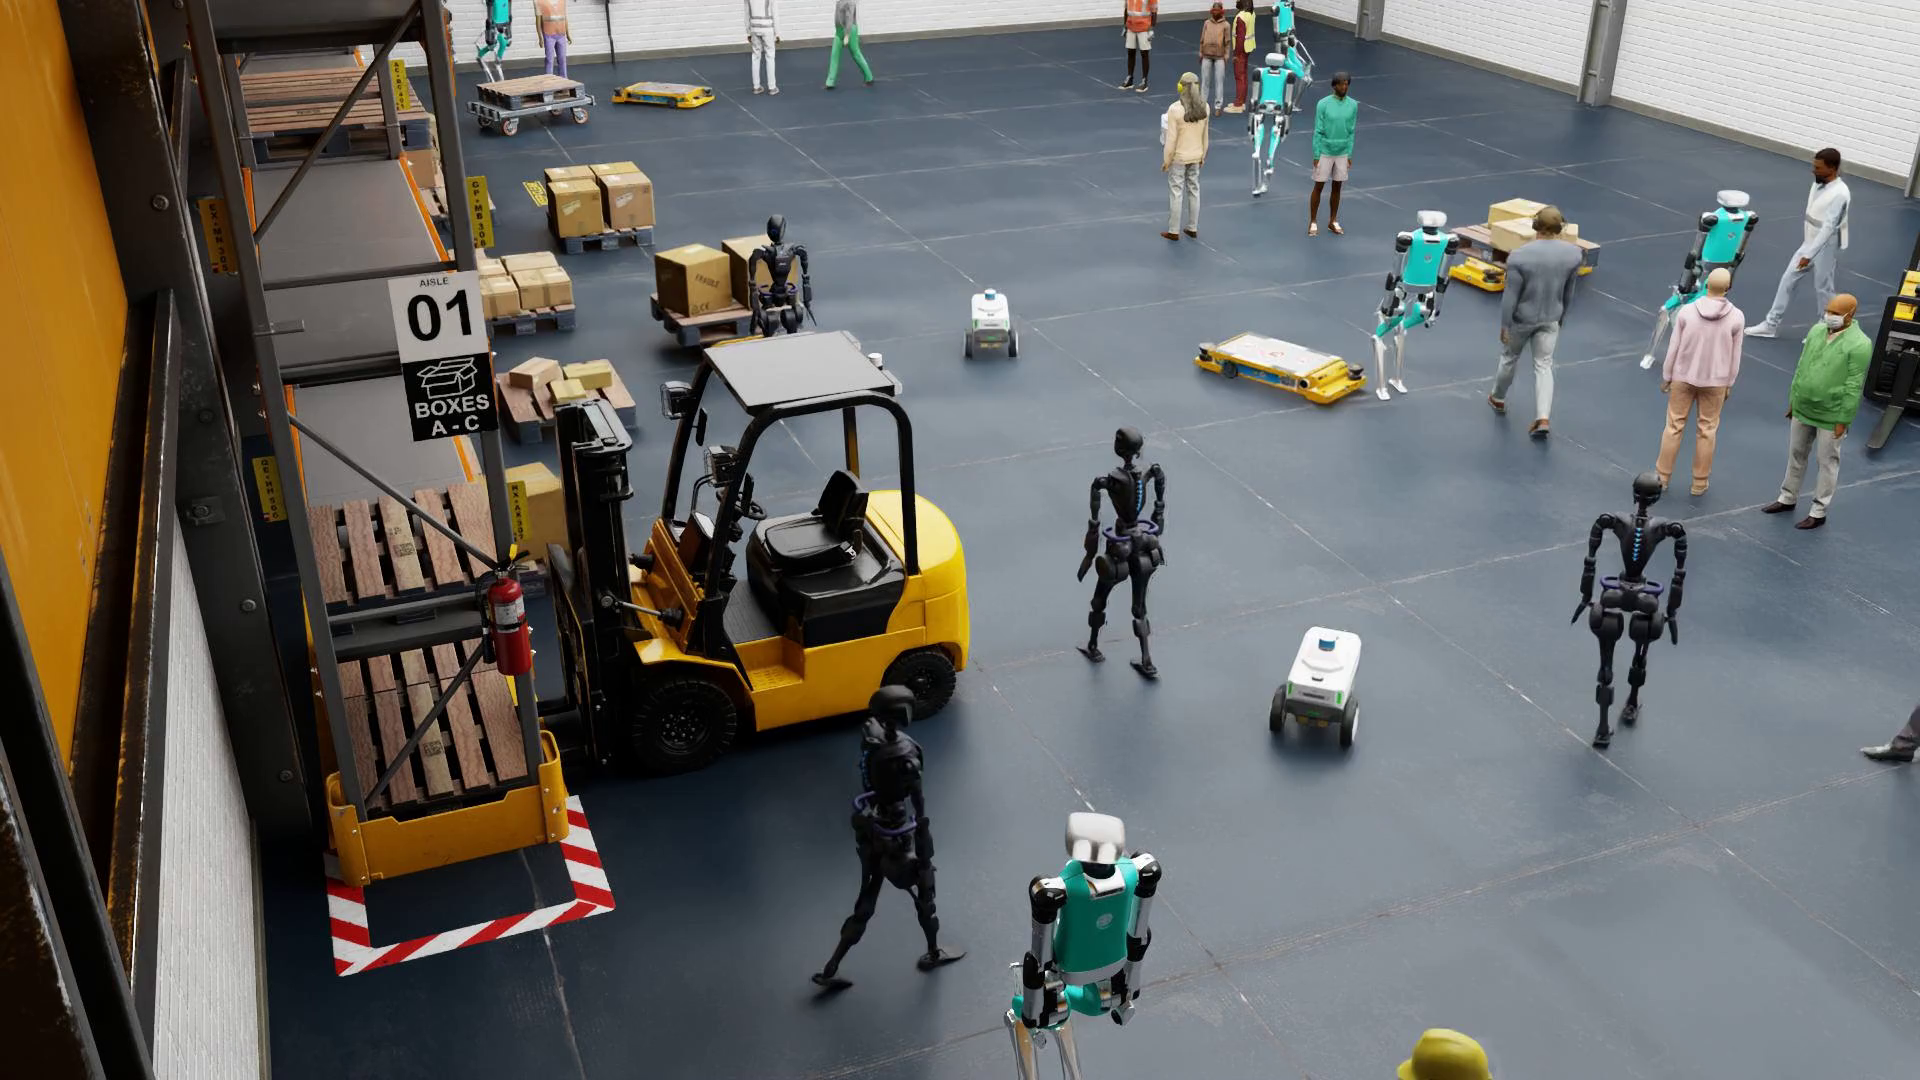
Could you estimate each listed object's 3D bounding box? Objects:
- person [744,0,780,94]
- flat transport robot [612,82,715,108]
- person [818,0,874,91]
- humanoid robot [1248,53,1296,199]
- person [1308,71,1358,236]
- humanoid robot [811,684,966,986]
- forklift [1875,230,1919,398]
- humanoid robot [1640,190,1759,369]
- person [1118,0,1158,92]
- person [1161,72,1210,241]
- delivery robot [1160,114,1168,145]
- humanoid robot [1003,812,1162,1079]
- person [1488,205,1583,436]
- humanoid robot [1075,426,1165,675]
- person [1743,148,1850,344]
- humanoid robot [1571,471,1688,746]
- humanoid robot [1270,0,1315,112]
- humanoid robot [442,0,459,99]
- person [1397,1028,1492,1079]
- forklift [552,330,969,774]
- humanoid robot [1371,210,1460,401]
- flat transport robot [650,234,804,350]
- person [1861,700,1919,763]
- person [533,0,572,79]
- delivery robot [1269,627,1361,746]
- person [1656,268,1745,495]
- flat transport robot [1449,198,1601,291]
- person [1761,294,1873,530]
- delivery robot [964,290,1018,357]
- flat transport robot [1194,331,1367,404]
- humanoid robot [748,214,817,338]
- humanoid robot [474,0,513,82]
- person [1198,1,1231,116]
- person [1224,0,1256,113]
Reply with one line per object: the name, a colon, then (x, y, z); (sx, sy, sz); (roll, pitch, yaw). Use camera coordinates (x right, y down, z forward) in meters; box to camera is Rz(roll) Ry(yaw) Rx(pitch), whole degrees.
person: (-3.081, -7.919, 25.956); (0.565, 1.878, 0.354); (9, 28, 17)
flat transport robot: (-4.573, -6.857, 25.627); (1.431, 0.231, 0.659); (9, 28, 18)
person: (-1.790, -8.025, 26.258); (0.944, 1.802, 0.512); (-18, 32, -31)
humanoid robot: (3.753, -4.977, 20.316); (0.535, 1.769, 1.027); (6, 27, 12)
person: (4.257, -4.426, 19.029); (0.494, 1.854, 0.396); (-4, 27, -8)
humanoid robot: (-0.348, 1.387, 7.734); (0.777, 1.647, 0.591); (-16, 31, -29)
forklift: (9.029, -2.397, 14.618); (1.214, 2.155, 2.313); (18, 32, 32)
humanoid robot: (6.613, -2.361, 15.043); (0.581, 1.761, 0.871); (-5, 27, -11)
person: (2.812, -8.060, 26.132); (0.606, 1.965, 0.370); (20, 33, 34)
person: (2.553, -4.324, 18.801); (0.567, 1.875, 0.399); (-12, 29, -23)
delivery robot: (3.055, -5.641, 22.879); (0.499, 0.585, 0.765); (-8, 28, -16)
humanoid robot: (0.419, 1.725, 6.778); (0.533, 1.674, 0.735); (-10, 28, -20)
person: (4.790, -1.839, 13.843); (0.626, 1.893, 1.003); (0, 27, 0)
humanoid robot: (1.029, 0.048, 10.343); (0.593, 1.637, 0.604); (-13, 30, -24)
person: (8.040, -2.746, 15.653); (0.766, 1.882, 0.617); (0, 27, 0)
humanoid robot: (3.900, 0.375, 9.694); (0.589, 1.637, 0.627); (11, 29, 20)
humanoid robot: (5.015, -7.255, 24.774); (0.844, 1.741, 0.551); (21, 34, 36)
humanoid robot: (-7.965, -7.625, 25.596); (0.365, 1.648, 0.595); (-17, 31, -30)
person: (1.585, 2.383, 5.491); (0.490, 1.842, 0.933); (2, 27, 5)
forklift: (-1.094, 0.010, 9.831); (2.313, 2.155, 1.214); (-10, 28, -20)
humanoid robot: (3.885, -2.082, 14.477); (0.560, 1.744, 0.846); (-1, 27, -2)
flat transport robot: (-2.236, -1.998, 15.962); (0.659, 0.231, 1.431); (-13, 29, -23)
person: (5.709, 0.612, 9.170); (0.905, 1.699, 0.580); (8, 28, 16)
person: (-6.297, -7.812, 25.766); (0.568, 1.848, 0.379); (-24, 35, -39)
delivery robot: (2.179, 0.842, 9.991); (0.499, 0.593, 0.797); (10, 28, 19)
person: (5.625, -1.196, 12.679); (0.525, 1.784, 0.407); (11, 29, 21)
flat transport robot: (6.007, -2.933, 17.822); (1.431, 0.231, 0.659); (-13, 29, -23)
person: (6.316, -0.953, 12.207); (0.384, 1.779, 0.541); (-13, 29, -24)
delivery robot: (0.285, -2.058, 15.781); (0.499, 0.611, 0.811); (0, 27, -1)
flat transport robot: (2.905, -1.580, 15.131); (1.431, 0.231, 0.659); (23, 35, 38)
humanoid robot: (-1.548, -2.010, 14.406); (0.599, 1.654, 0.315); (-10, 28, -20)
humanoid robot: (-7.314, -7.805, 25.956); (0.823, 1.838, 0.546); (14, 30, 26)
person: (3.766, -7.129, 24.625); (0.458, 1.651, 0.327); (12, 29, 22)
person: (4.201, -7.275, 24.790); (0.378, 1.768, 0.470); (11, 29, 20)
